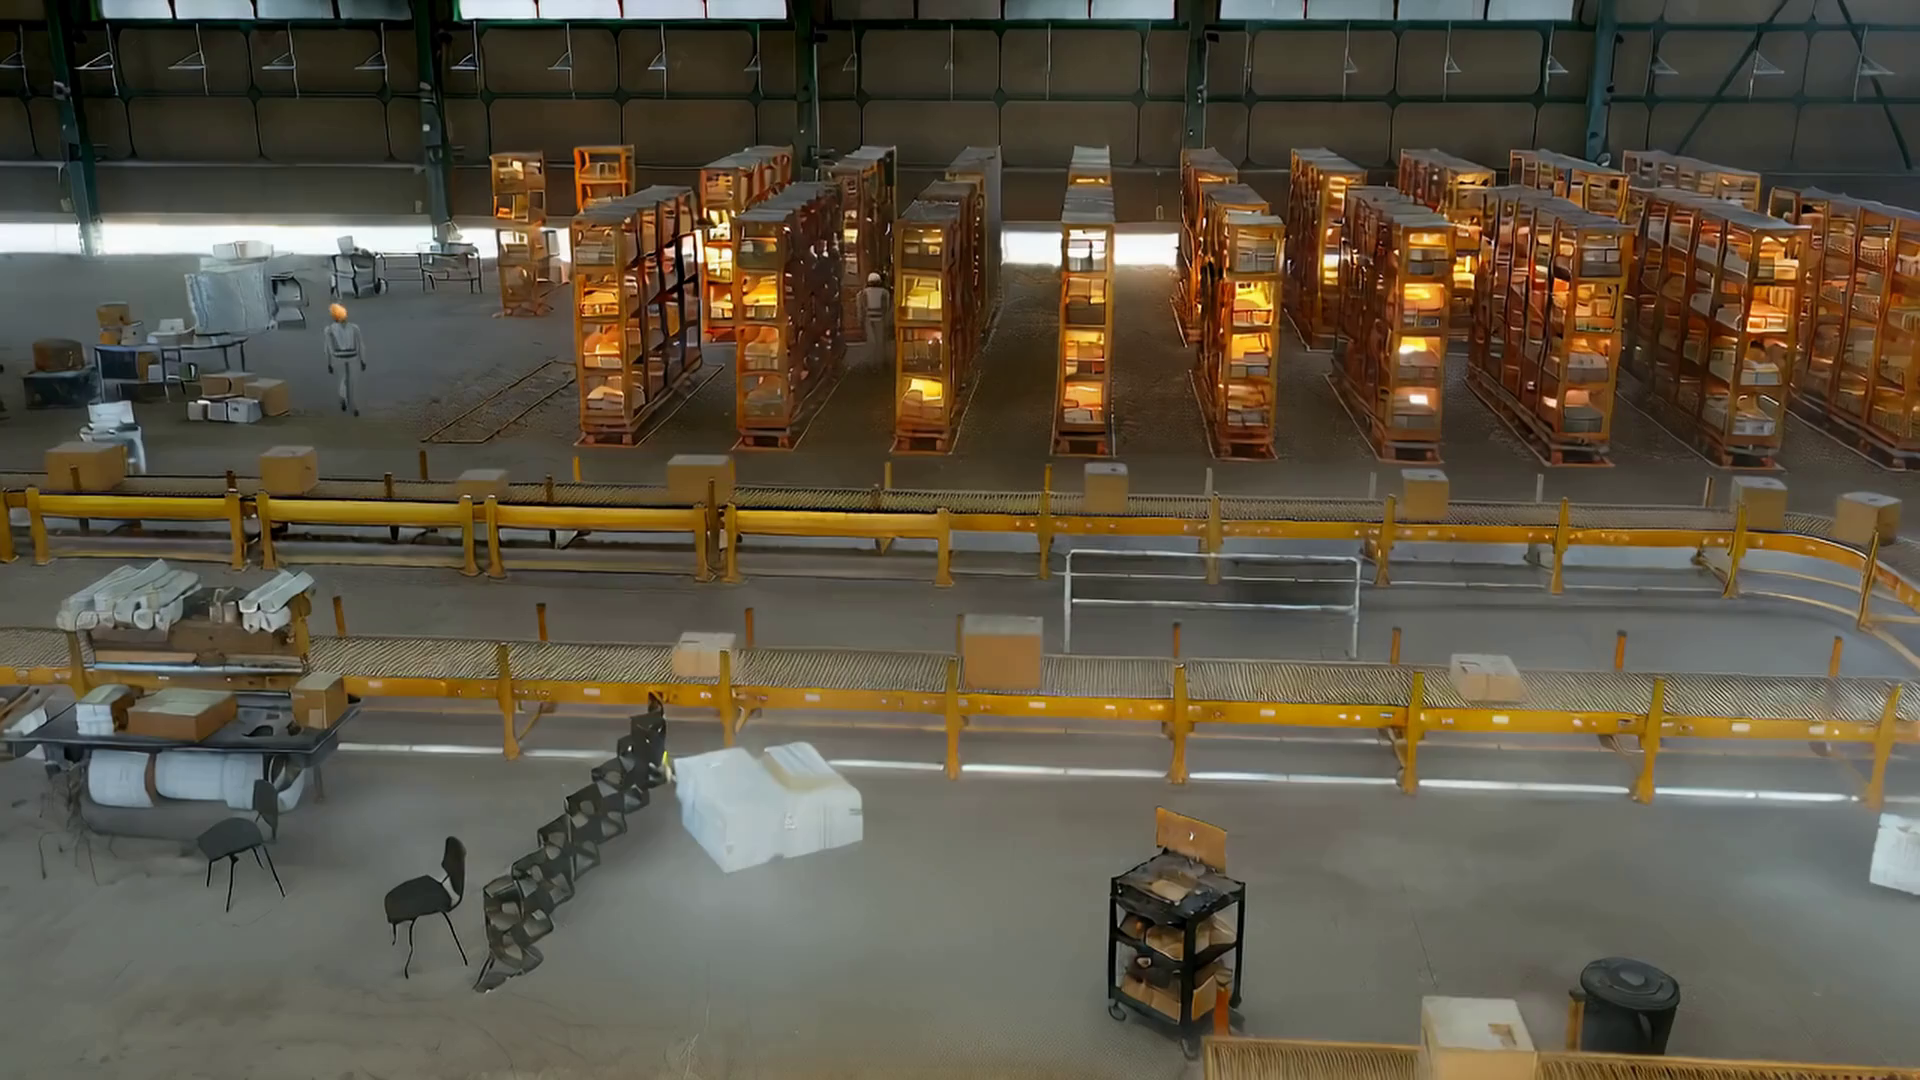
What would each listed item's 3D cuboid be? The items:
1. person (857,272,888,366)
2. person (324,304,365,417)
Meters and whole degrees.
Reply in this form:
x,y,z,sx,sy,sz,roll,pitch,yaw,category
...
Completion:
x,y,z,sx,sy,sz,roll,pitch,yaw,category
-1.704,-4.303,32.309,0.603,1.779,0.944,-6,18,-17,person
-10.357,-3.036,28.036,0.630,1.927,0.506,-8,19,-23,person
